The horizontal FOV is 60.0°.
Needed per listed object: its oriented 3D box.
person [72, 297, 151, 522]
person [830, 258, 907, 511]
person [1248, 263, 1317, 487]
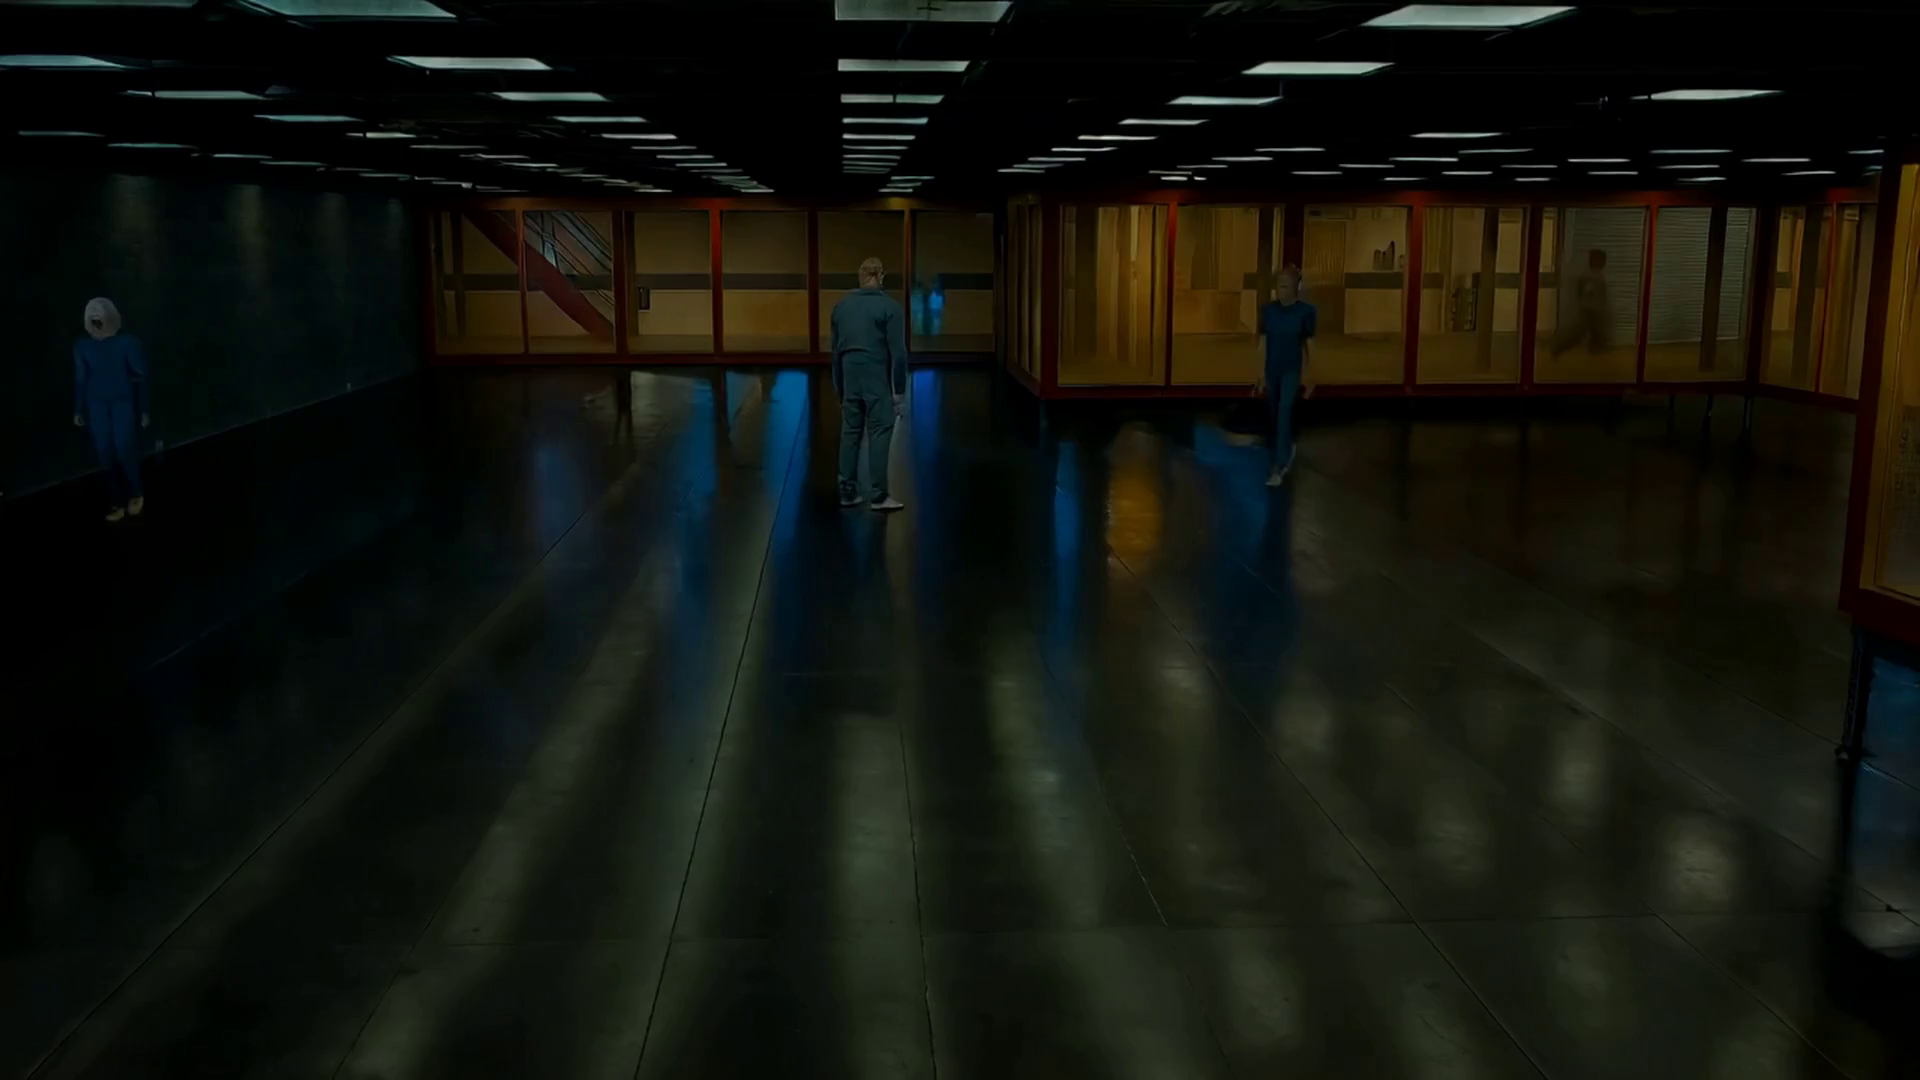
[{"bbox_3d":[-6.125,-0.932,11.980,0.507,1.622,0.354,1,11,3],"label":"person"},{"bbox_3d":[-0.681,-1.175,12.582,0.662,1.895,0.405,7,13,34],"label":"person"},{"bbox_3d":[2.719,-1.394,13.911,0.519,1.842,0.838,7,12,33],"label":"person"}]
